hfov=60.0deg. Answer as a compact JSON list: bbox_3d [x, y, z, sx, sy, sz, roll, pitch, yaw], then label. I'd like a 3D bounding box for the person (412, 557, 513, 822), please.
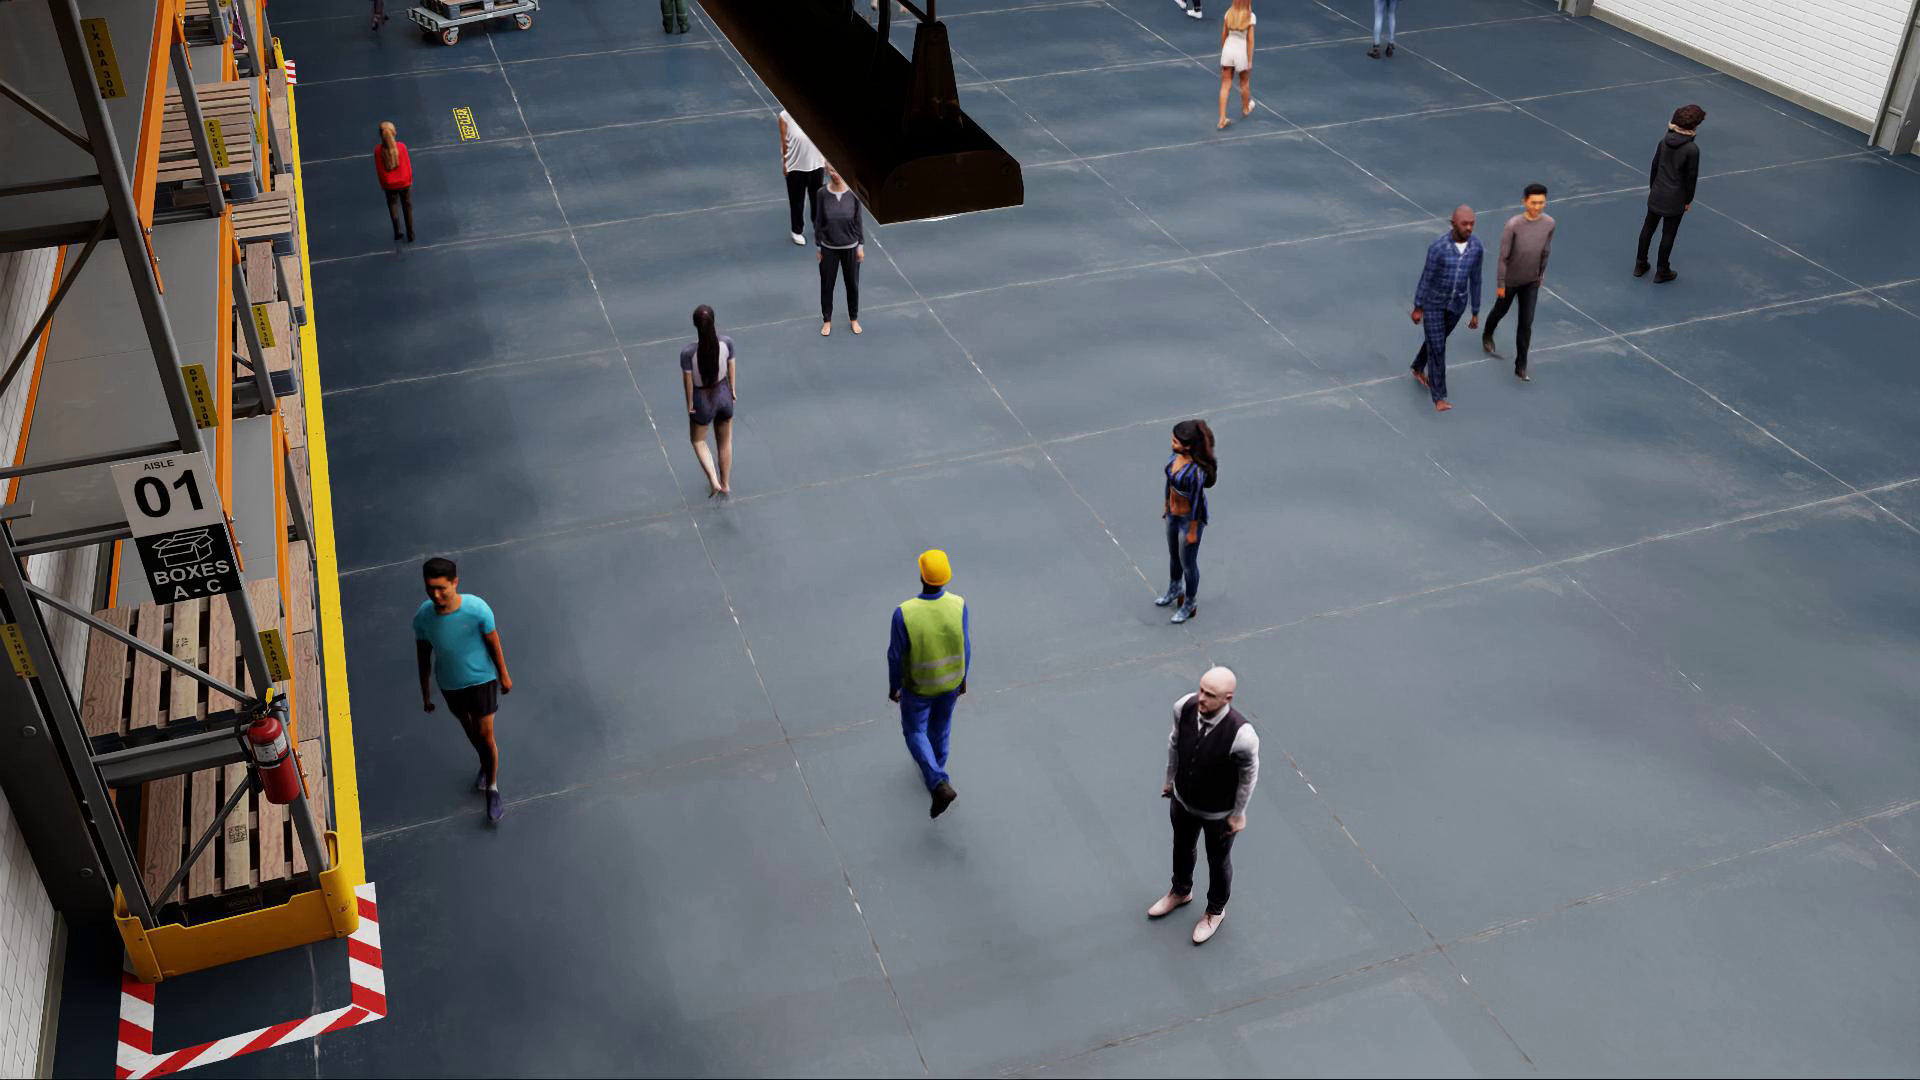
[{"bbox_3d":[-2.974,0.798,10.084,0.795,1.755,0.905,-1,34,-1],"label":"person"}]

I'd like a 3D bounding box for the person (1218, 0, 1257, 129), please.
[{"bbox_3d":[3.303,-5.811,20.107,1.017,1.667,1.041,18,38,25],"label":"person"}]

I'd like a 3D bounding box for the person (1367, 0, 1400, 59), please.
[{"bbox_3d":[5.773,-7.406,22.459,0.609,1.720,0.543,-7,34,-11],"label":"person"}]

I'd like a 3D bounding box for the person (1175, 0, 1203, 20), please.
[{"bbox_3d":[3.438,-8.417,23.915,0.881,1.791,1.054,-19,38,-26],"label":"person"}]

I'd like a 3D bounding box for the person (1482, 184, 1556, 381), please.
[{"bbox_3d":[4.956,-2.363,14.875,1.233,1.717,0.874,-11,35,-16],"label":"person"}]

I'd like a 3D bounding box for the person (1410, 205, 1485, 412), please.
[{"bbox_3d":[4.149,-2.057,14.377,0.760,1.759,1.178,-7,34,-11],"label":"person"}]

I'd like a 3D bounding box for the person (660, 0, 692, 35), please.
[{"bbox_3d":[-4.082,-8.062,23.336,0.705,1.842,0.684,-1,34,-2],"label":"person"}]

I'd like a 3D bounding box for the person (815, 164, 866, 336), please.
[{"bbox_3d":[-1.123,-2.755,15.457,0.649,1.726,0.589,-4,34,-6],"label":"person"}]

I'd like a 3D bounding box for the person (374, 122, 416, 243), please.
[{"bbox_3d":[-5.848,-3.694,17.276,0.489,1.276,0.550,-10,35,-15],"label":"person"}]

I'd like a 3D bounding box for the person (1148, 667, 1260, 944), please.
[{"bbox_3d":[1.346,1.426,9.080,0.694,1.822,0.837,27,42,35],"label":"person"}]

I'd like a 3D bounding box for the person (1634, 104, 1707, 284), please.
[{"bbox_3d":[7.000,-3.418,16.406,0.753,1.779,0.619,-23,40,-30],"label":"person"}]

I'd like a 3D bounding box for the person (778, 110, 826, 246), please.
[{"bbox_3d":[-1.605,-3.908,17.228,0.640,1.685,0.593,-12,35,-18],"label":"person"}]

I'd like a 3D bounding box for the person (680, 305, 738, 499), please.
[{"bbox_3d":[-1.902,-1.031,12.942,0.631,1.640,0.690,-15,37,-22],"label":"person"}]

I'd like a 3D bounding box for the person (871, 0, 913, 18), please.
[{"bbox_3d":[-0.975,-8.374,23.856,0.953,1.786,1.009,-28,43,-35],"label":"person"}]

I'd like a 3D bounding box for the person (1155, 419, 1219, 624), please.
[{"bbox_3d":[1.571,-0.146,11.629,0.665,1.620,0.474,-12,35,-17],"label":"person"}]

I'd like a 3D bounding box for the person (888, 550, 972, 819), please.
[{"bbox_3d":[-0.160,0.880,9.922,0.661,1.799,0.956,-12,35,-17],"label":"person"}]
